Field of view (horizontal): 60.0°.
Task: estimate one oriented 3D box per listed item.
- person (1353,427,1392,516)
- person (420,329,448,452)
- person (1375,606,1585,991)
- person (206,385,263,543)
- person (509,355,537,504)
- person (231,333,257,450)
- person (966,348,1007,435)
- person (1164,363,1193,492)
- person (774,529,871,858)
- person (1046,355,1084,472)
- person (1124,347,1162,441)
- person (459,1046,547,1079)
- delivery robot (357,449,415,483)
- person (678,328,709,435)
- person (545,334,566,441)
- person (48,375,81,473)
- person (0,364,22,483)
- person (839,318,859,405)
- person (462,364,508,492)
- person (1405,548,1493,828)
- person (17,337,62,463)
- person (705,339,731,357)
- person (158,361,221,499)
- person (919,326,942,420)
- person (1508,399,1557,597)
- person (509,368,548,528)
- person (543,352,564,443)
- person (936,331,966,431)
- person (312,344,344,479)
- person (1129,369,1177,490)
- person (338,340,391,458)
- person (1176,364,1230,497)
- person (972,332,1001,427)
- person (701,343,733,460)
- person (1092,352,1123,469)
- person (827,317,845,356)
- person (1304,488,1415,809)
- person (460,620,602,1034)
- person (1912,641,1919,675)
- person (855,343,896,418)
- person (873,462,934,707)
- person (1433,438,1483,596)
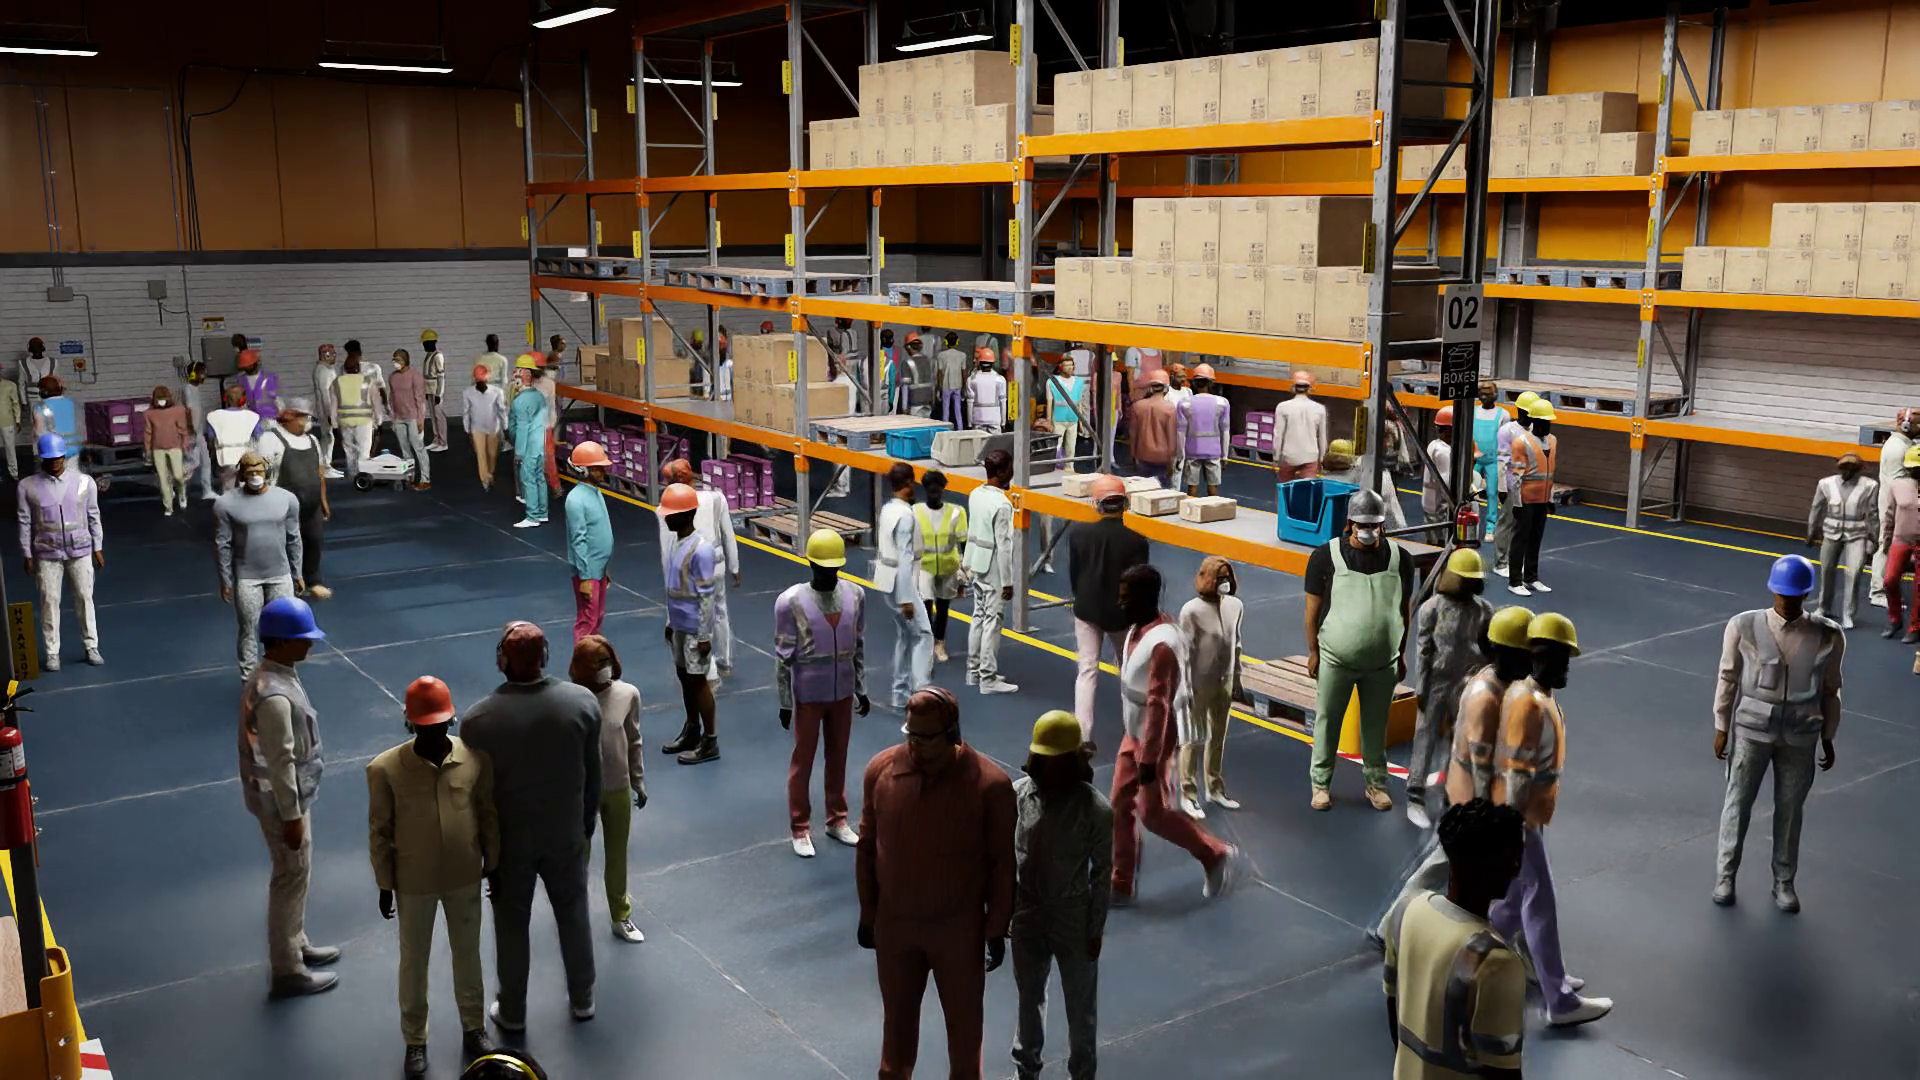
[{"bbox_3d":[3.664,-0.123,15.017,0.382,1.835,0.572,2,11,9],"label":"person"},{"bbox_3d":[-8.290,-2.356,26.199,0.360,1.929,0.587,-8,14,-35],"label":"person"},{"bbox_3d":[2.523,1.216,8.050,0.995,1.882,0.592,8,13,34],"label":"person"},{"bbox_3d":[-8.098,-0.825,18.666,0.586,1.806,0.650,-5,12,-23],"label":"person"},{"bbox_3d":[-5.610,-1.428,21.463,0.383,1.923,0.589,-4,12,-22],"label":"person"},{"bbox_3d":[-11.092,-2.251,25.744,0.479,1.902,0.671,-10,15,-42],"label":"person"},{"bbox_3d":[0.352,-1.603,22.323,0.543,1.938,0.357,0,11,-2],"label":"person"},{"bbox_3d":[2.676,-1.267,20.774,0.582,1.877,0.364,-8,14,-36],"label":"person"},{"bbox_3d":[-0.781,0.876,9.666,0.594,1.922,0.385,-7,13,-33],"label":"person"},{"bbox_3d":[1.405,-1.570,22.388,0.565,1.846,0.388,-6,13,-28],"label":"person"},{"bbox_3d":[2.939,-2.387,26.068,0.689,2.000,0.539,-7,13,-34],"label":"person"},{"bbox_3d":[-1.009,2.045,3.827,0.520,1.871,0.326,1,11,3],"label":"person"},{"bbox_3d":[-7.742,-0.981,22.448,0.707,0.478,0.477,1,11,6],"label":"delivery robot"},{"bbox_3d":[-4.461,-2.691,28.224,0.601,1.797,0.684,-6,13,-28],"label":"person"},{"bbox_3d":[-6.402,-2.340,26.375,0.358,1.837,0.504,-2,11,-11],"label":"person"},{"bbox_3d":[-11.060,-1.147,20.457,0.333,1.753,0.562,2,11,9],"label":"person"},{"bbox_3d":[-13.286,-1.639,22.975,0.573,1.750,0.332,-7,13,-34],"label":"person"},{"bbox_3d":[-2.094,-3.279,31.041,0.355,1.882,0.576,4,12,19],"label":"person"},{"bbox_3d":[-6.455,-1.544,22.598,0.574,1.716,0.820,-4,12,-18],"label":"person"},{"bbox_3d":[2.986,0.894,10.074,0.495,1.736,0.352,-2,11,-10],"label":"person"},{"bbox_3d":[-13.813,-2.102,25.015,0.584,1.882,0.348,-7,13,-34],"label":"person"},{"bbox_3d":[-4.034,-2.533,27.650,0.512,1.691,0.813,-2,11,-12],"label":"person"},{"bbox_3d":[-10.024,-1.405,21.584,0.702,1.839,0.542,-2,11,-11],"label":"person"},{"bbox_3d":[-0.589,-3.080,29.918,0.579,1.920,0.407,1,11,3],"label":"person"},{"bbox_3d":[5.624,-0.417,16.277,0.594,1.926,0.366,-7,13,-34],"label":"person"},{"bbox_3d":[-5.169,-1.101,19.840,0.402,1.904,0.652,2,11,10],"label":"person"},{"bbox_3d":[-6.225,-2.074,25.587,0.633,1.602,0.545,1,11,5],"label":"person"},{"bbox_3d":[-0.143,-2.409,26.662,0.501,1.862,0.328,-4,12,-19],"label":"person"},{"bbox_3d":[-8.929,-1.825,23.575,0.401,1.901,0.642,-4,12,-21],"label":"person"},{"bbox_3d":[2.166,-0.962,18.984,0.621,1.965,0.755,9,14,38],"label":"person"},{"bbox_3d":[-8.593,-1.925,23.983,0.648,1.924,0.475,-1,11,-4],"label":"person"},{"bbox_3d":[2.740,-0.970,18.831,0.605,2.036,0.393,1,11,5],"label":"person"},{"bbox_3d":[0.478,-2.934,29.122,0.402,1.941,0.602,-10,15,-41],"label":"person"},{"bbox_3d":[-3.472,-1.894,23.945,0.337,1.882,0.584,8,14,36],"label":"person"},{"bbox_3d":[2.160,-1.896,24.261,0.533,1.768,0.312,-7,13,-34],"label":"person"},{"bbox_3d":[-2.292,-3.447,31.991,0.570,1.845,0.381,-7,13,-34],"label":"person"},{"bbox_3d":[2.496,0.684,10.353,0.682,2.000,0.538,0,11,0],"label":"person"},{"bbox_3d":[-1.944,1.301,7.563,0.651,1.903,0.406,-6,13,-28],"label":"person"},{"bbox_3d":[7.931,0.114,13.316,0.409,2.028,0.616,6,13,29],"label":"person"},{"bbox_3d":[-1.285,-2.105,25.132,0.627,1.846,0.429,2,11,10],"label":"person"},{"bbox_3d":[-0.379,0.373,12.341,0.502,1.893,0.669,-2,11,-12],"label":"person"},{"bbox_3d":[4.474,-0.059,14.890,0.573,1.750,0.332,-7,13,-34],"label":"person"}]
